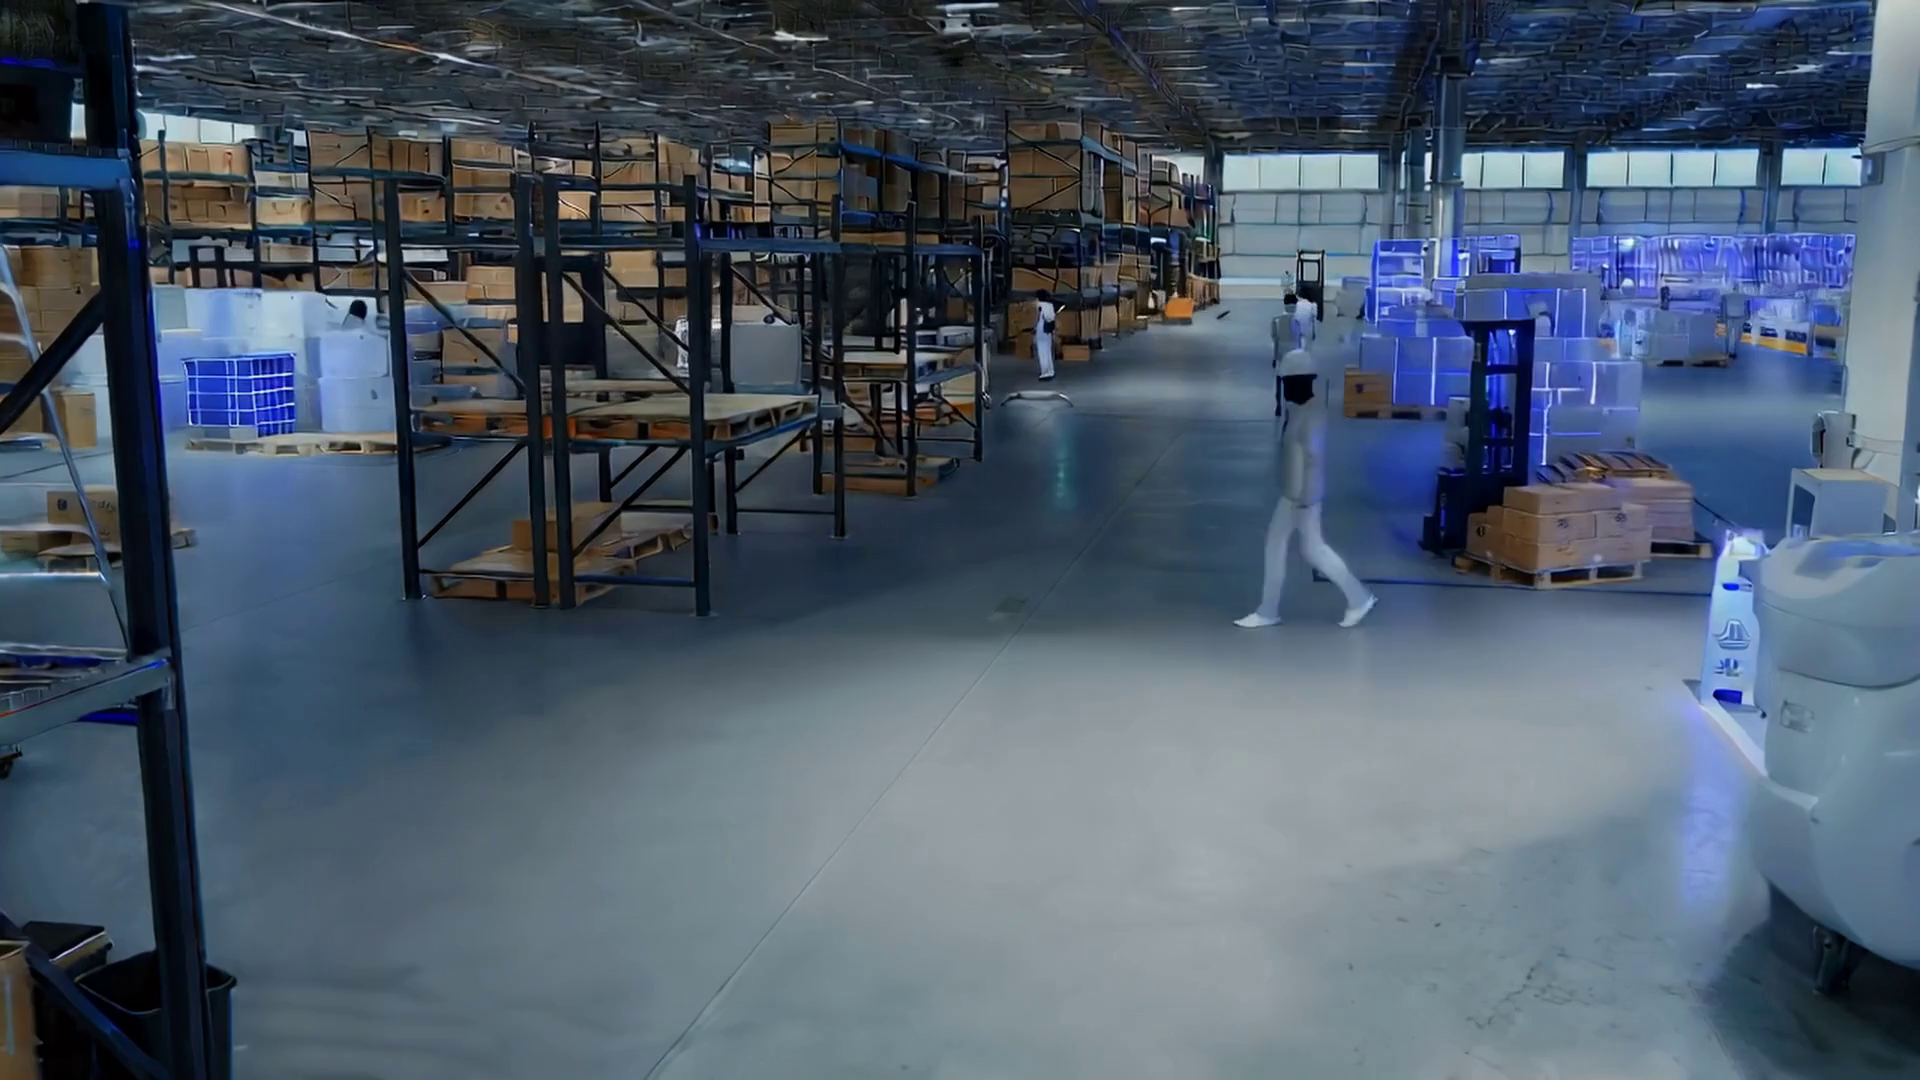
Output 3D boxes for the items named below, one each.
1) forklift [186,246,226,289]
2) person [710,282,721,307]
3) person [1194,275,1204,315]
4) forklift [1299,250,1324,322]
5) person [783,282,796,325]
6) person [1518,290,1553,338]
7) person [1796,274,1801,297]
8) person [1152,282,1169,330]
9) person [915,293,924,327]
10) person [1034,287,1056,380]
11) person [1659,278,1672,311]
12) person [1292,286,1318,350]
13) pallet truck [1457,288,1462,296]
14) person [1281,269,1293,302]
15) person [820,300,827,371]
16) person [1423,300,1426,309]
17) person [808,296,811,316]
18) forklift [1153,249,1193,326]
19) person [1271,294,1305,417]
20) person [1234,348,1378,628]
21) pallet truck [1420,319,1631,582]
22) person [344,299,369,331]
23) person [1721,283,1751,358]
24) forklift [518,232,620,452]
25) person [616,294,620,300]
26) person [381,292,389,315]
[{"bbox_3d":[-20.340,-6.556,45.027,1.129,2.768,1.873,2,10,12],"label":"forklift"},{"bbox_3d":[-6.461,-6.004,44.750,1.022,1.864,0.569,-6,12,-34],"label":"person"},{"bbox_3d":[10.714,-10.979,74.566,0.435,1.747,0.562,-7,12,-34],"label":"person"},{"bbox_3d":[13.778,-10.002,65.433,1.129,2.768,1.873,2,10,12],"label":"forklift"},{"bbox_3d":[-5.770,-7.870,56.343,0.535,1.690,0.319,-9,13,-42],"label":"person"},{"bbox_3d":[8.193,-2.553,23.806,0.536,2.000,0.683,4,10,21],"label":"person"},{"bbox_3d":[40.005,-11.811,79.364,0.616,1.782,0.885,-6,11,-30],"label":"person"},{"bbox_3d":[7.039,-8.251,58.626,0.541,1.669,0.686,-9,13,-43],"label":"person"},{"bbox_3d":[-0.882,-3.777,31.622,0.599,1.848,0.554,-5,11,-27],"label":"person"},{"bbox_3d":[1.776,-4.241,34.222,0.447,1.897,0.620,6,11,31],"label":"person"},{"bbox_3d":[24.624,-8.226,58.070,0.406,1.821,0.600,7,12,37],"label":"person"},{"bbox_3d":[7.295,-4.458,35.451,0.624,1.923,0.992,2,10,12],"label":"person"},{"bbox_3d":[20.506,-9.785,68.819,0.653,1.274,1.630,2,10,12],"label":"pallet truck"},{"bbox_3d":[16.824,-12.969,85.703,0.622,1.972,0.823,-3,10,-18],"label":"person"},{"bbox_3d":[-2.905,-4.148,34.435,0.311,1.638,0.523,3,10,18],"label":"person"},{"bbox_3d":[15.829,-7.808,56.163,0.287,1.625,0.497,-7,12,-35],"label":"person"},{"bbox_3d":[-5.628,-9.164,64.156,0.498,1.634,0.284,0,10,-1],"label":"person"},{"bbox_3d":[7.646,-9.320,61.395,1.873,2.768,1.129,2,10,11],"label":"forklift"},{"bbox_3d":[5.151,-2.886,26.106,0.542,1.931,0.366,6,11,32],"label":"person"},{"bbox_3d":[2.346,-0.332,11.093,0.898,1.899,0.594,-1,10,-4],"label":"person"},{"bbox_3d":[4.543,-0.757,13.299,0.823,1.965,1.885,-4,10,-22],"label":"pallet truck"},{"bbox_3d":[-9.755,-3.005,27.104,0.481,1.826,0.658,-1,10,-7],"label":"person"},{"bbox_3d":[19.447,-5.494,41.674,0.673,1.881,0.785,3,10,19],"label":"person"},{"bbox_3d":[-5.146,-2.599,21.594,1.129,2.768,1.873,-4,10,-22],"label":"forklift"},{"bbox_3d":[-8.451,-5.243,40.947,0.524,1.631,0.320,0,10,-1],"label":"person"},{"bbox_3d":[-13.619,-5.048,39.592,0.316,1.698,0.541,-4,10,-23],"label":"person"}]
